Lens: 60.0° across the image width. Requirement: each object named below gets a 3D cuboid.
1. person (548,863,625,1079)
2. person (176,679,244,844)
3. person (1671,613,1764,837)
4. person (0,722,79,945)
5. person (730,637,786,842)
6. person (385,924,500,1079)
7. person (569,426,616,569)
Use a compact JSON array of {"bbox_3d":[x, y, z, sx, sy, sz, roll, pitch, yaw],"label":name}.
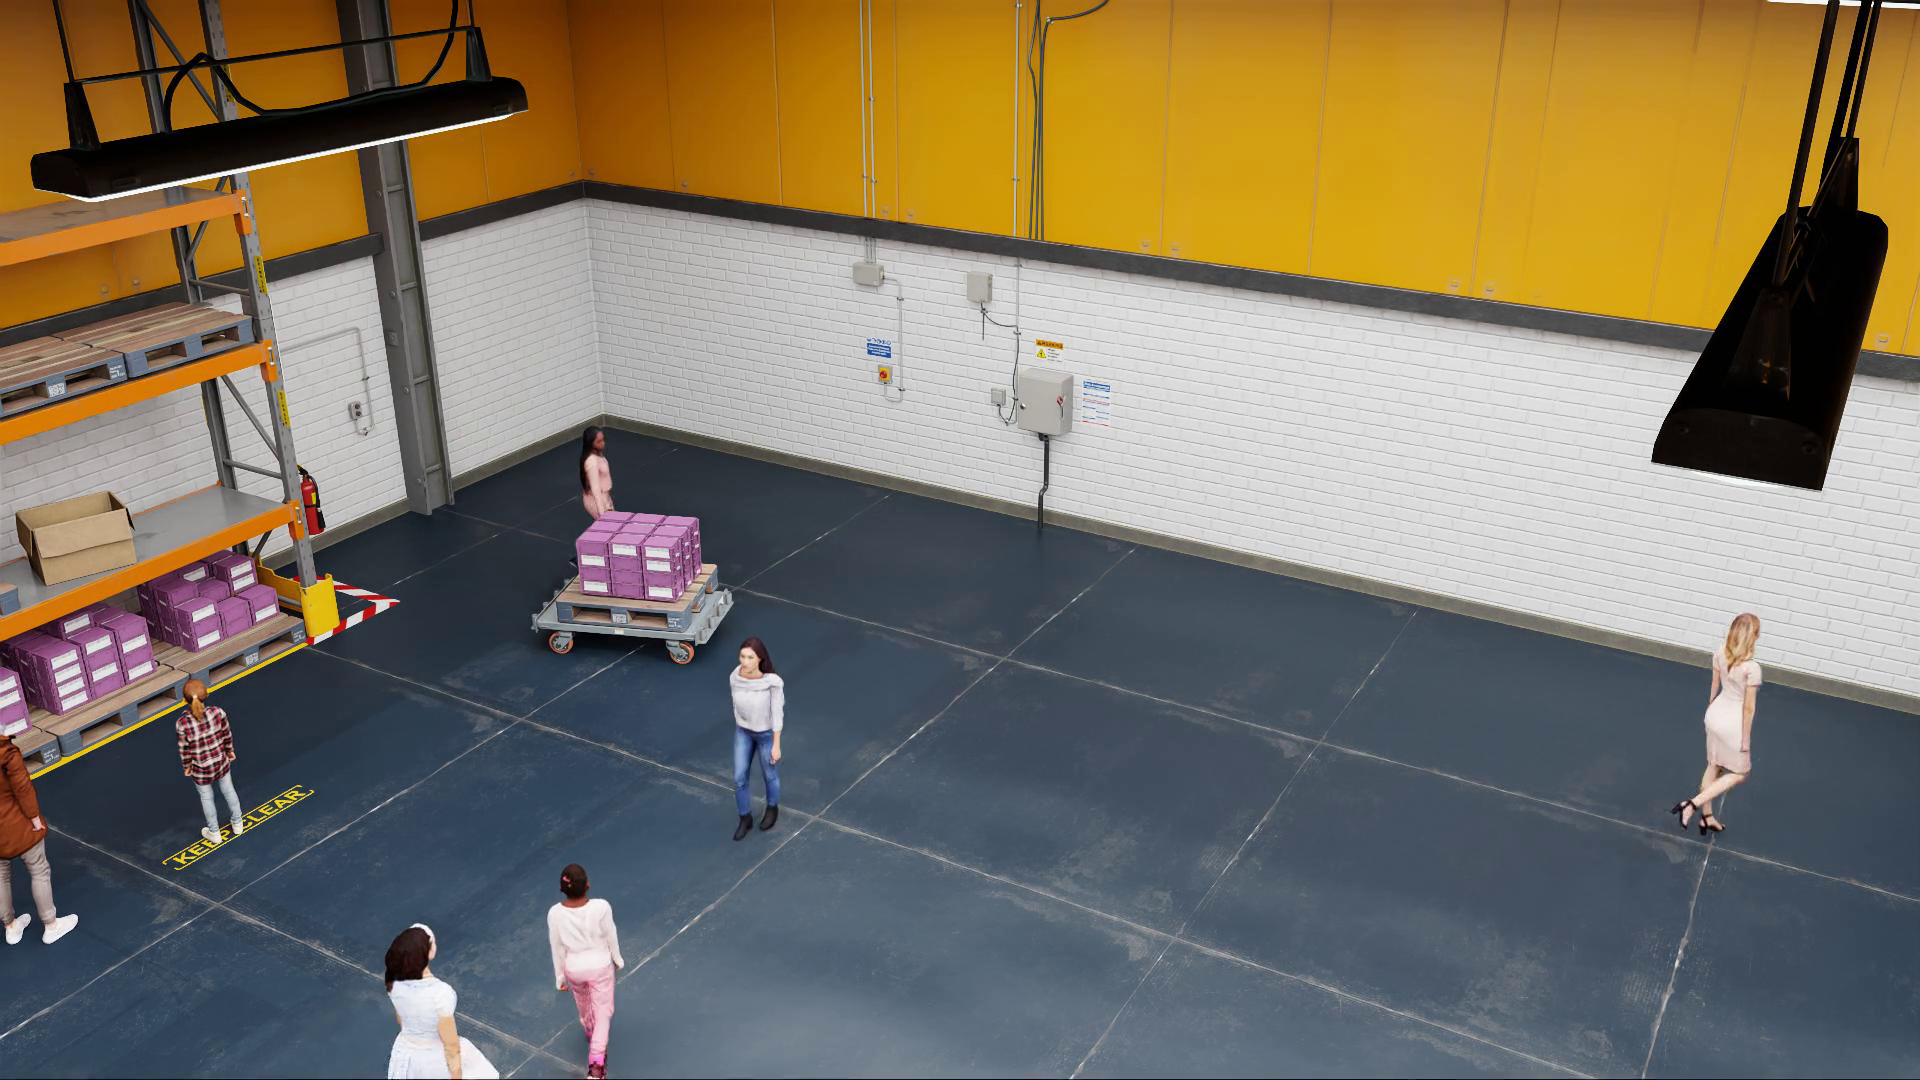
[{"bbox_3d":[-2.202,2.562,9.846,0.853,1.420,1.041,0,24,0],"label":"person"},{"bbox_3d":[-5.503,1.606,12.178,0.526,1.305,0.649,-20,31,-39],"label":"person"},{"bbox_3d":[5.483,1.382,12.044,0.891,1.821,0.824,-7,25,-16],"label":"person"},{"bbox_3d":[-6.299,1.846,10.962,0.834,1.837,0.858,1,24,3],"label":"person"},{"bbox_3d":[-1.445,1.413,12.233,0.685,1.614,0.753,8,25,17],"label":"person"},{"bbox_3d":[-2.816,2.871,8.699,0.788,1.772,1.193,8,25,18],"label":"person"},{"bbox_3d":[-3.564,-0.302,16.054,0.932,1.695,0.875,-7,25,-15],"label":"person"}]
